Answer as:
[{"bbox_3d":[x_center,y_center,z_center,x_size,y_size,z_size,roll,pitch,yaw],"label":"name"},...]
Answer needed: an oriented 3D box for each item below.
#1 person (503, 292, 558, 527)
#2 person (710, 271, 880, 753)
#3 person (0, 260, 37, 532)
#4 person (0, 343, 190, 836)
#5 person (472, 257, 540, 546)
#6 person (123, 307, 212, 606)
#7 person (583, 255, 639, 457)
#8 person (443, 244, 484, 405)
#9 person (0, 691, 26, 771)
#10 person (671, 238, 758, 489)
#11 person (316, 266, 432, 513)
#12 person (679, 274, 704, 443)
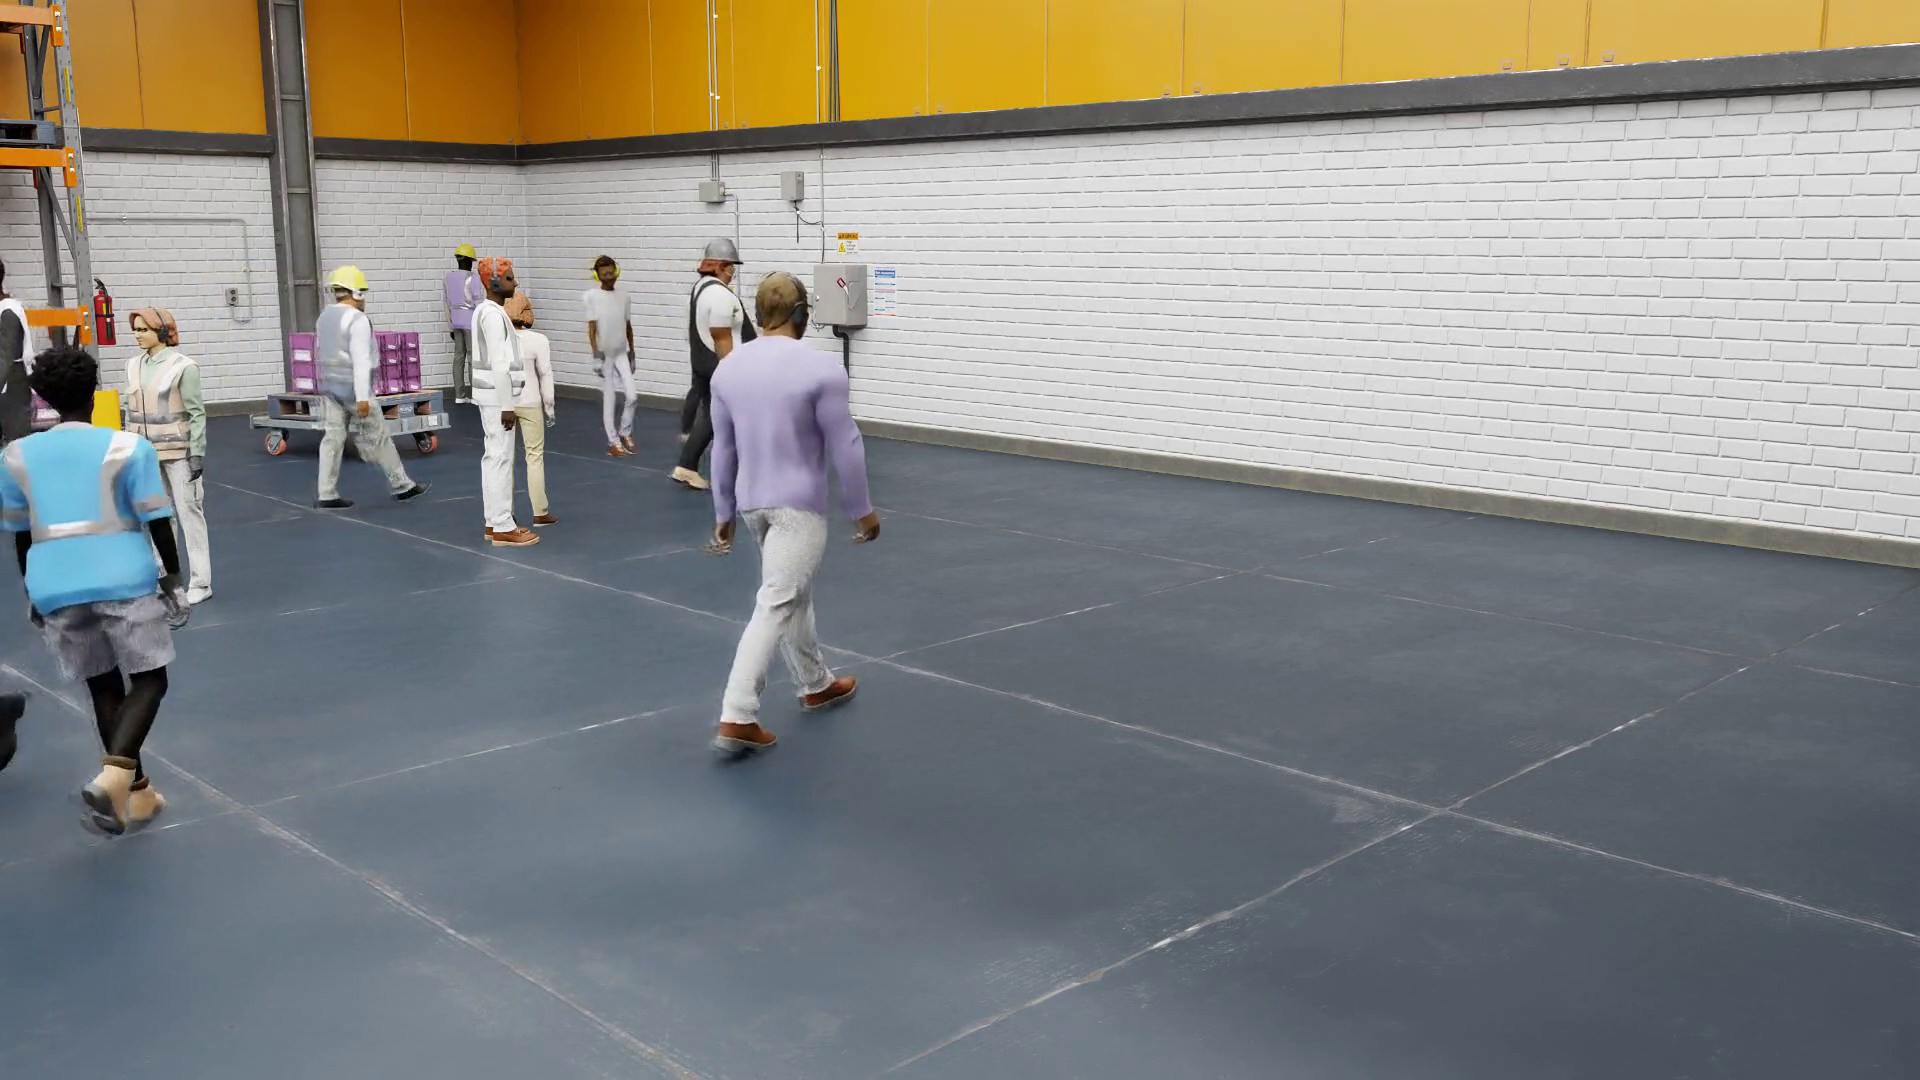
[{"bbox_3d":[-3.067,-0.903,11.577,0.507,1.631,0.266,1,10,5],"label":"person"},{"bbox_3d":[-0.716,-0.126,6.681,0.647,1.892,1.033,7,13,35],"label":"person"},{"bbox_3d":[-6.503,-0.971,11.241,0.609,1.891,0.667,10,14,42],"label":"person"},{"bbox_3d":[-2.902,0.193,5.526,0.572,1.663,0.632,-2,11,-9],"label":"person"},{"bbox_3d":[-3.008,-0.904,10.905,0.356,1.883,0.573,-4,11,-23],"label":"person"},{"bbox_3d":[-4.352,-0.455,9.122,0.524,1.639,0.306,4,11,20],"label":"person"},{"bbox_3d":[-3.160,-1.663,15.152,0.512,1.841,0.428,-8,13,-38],"label":"person"},{"bbox_3d":[-5.888,-2.569,19.879,0.585,1.921,0.373,5,12,26],"label":"person"},{"bbox_3d":[-3.554,0.027,5.739,0.553,1.922,0.730,2,11,10],"label":"person"},{"bbox_3d":[-1.892,-1.388,13.113,0.827,2.000,0.692,-5,11,-25],"label":"person"},{"bbox_3d":[-4.404,-1.112,12.287,0.607,1.786,0.898,8,13,37],"label":"person"},{"bbox_3d":[-2.390,-1.759,15.830,0.972,1.796,0.534,10,14,43],"label":"person"}]
